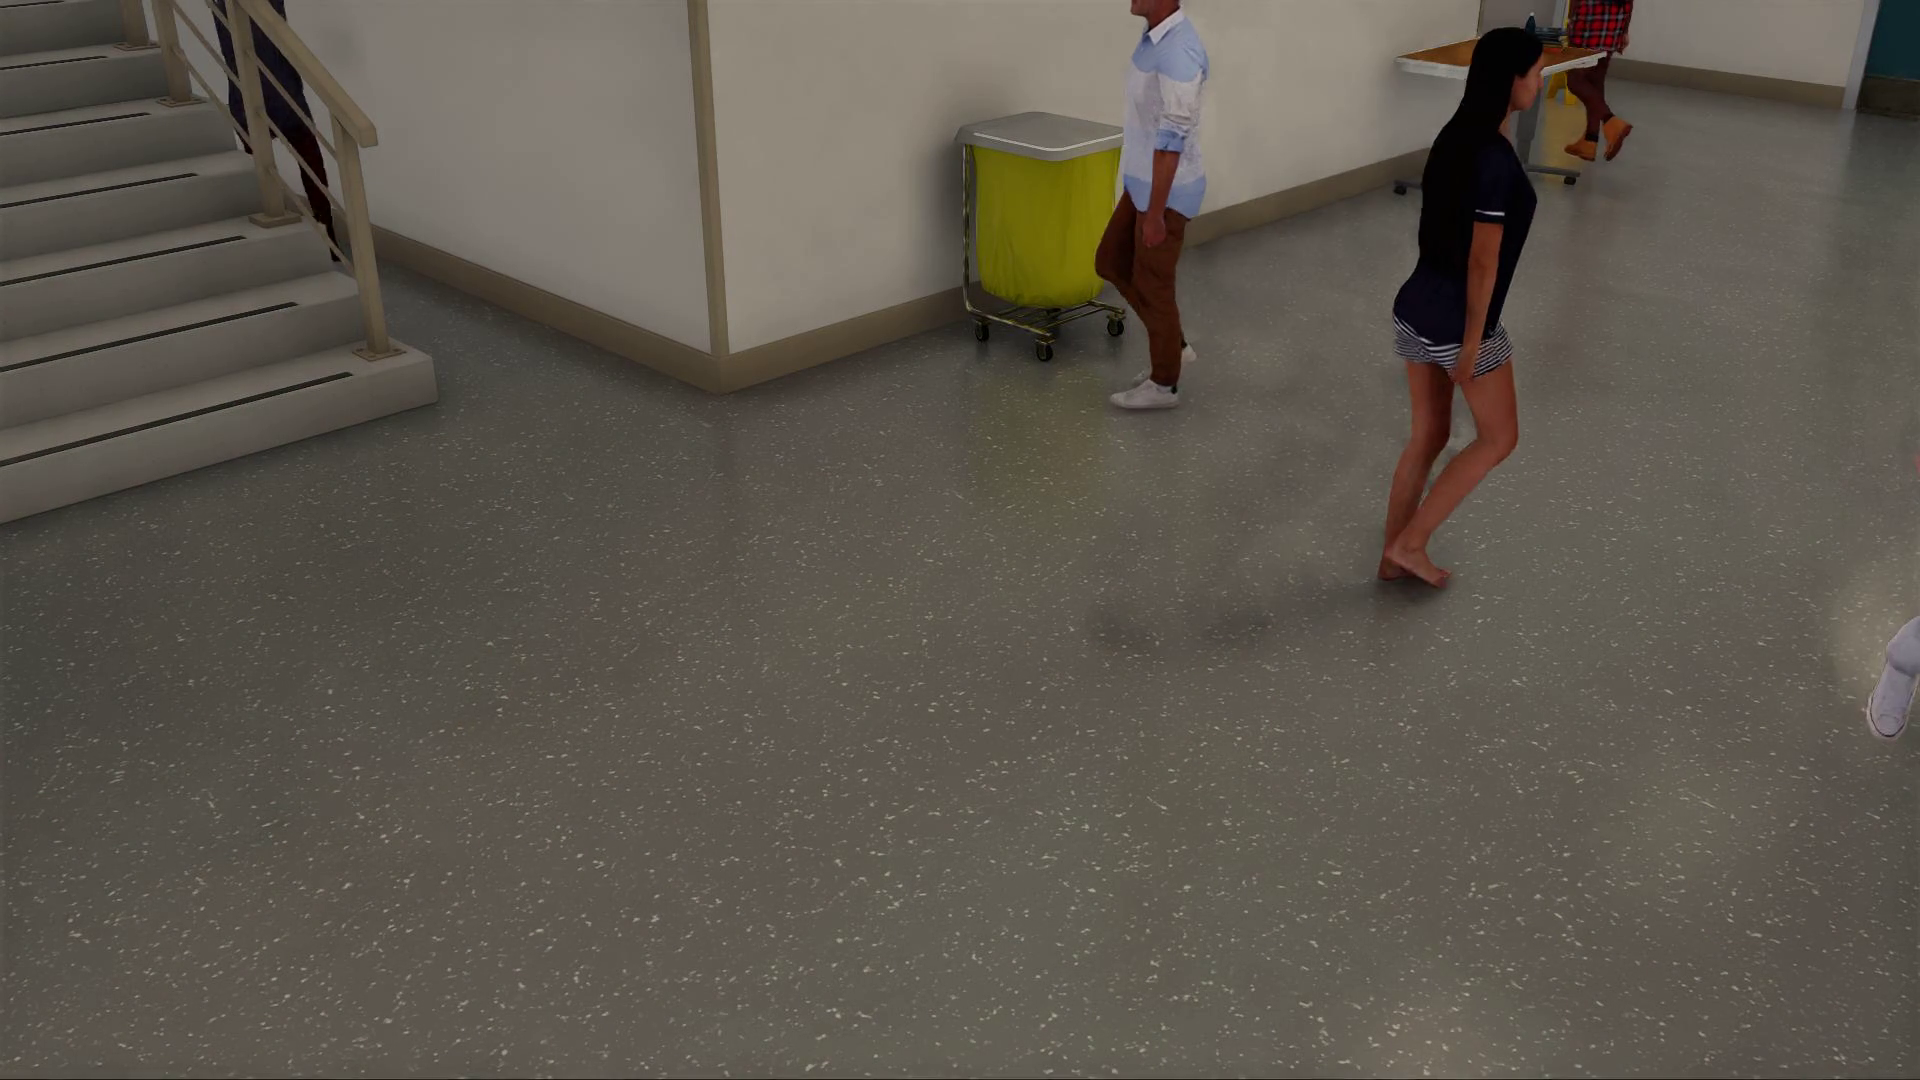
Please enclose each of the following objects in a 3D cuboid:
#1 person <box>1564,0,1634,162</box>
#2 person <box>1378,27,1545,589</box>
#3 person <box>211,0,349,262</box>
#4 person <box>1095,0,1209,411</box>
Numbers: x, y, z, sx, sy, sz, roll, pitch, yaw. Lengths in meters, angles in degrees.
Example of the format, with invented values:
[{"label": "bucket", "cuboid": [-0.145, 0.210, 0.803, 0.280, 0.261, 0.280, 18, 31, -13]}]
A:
[{"label": "person", "cuboid": [3.980, -3.132, 10.286, 0.823, 1.690, 1.036, -8, 27, -17]}, {"label": "person", "cuboid": [1.408, -0.634, 5.036, 0.777, 1.751, 0.693, -6, 26, -12]}, {"label": "person", "cuboid": [-3.572, -2.226, 8.408, 0.778, 1.691, 0.618, 20, 32, 36]}, {"label": "person", "cuboid": [0.861, -1.389, 6.530, 0.891, 1.814, 0.817, -2, 26, -4]}]
